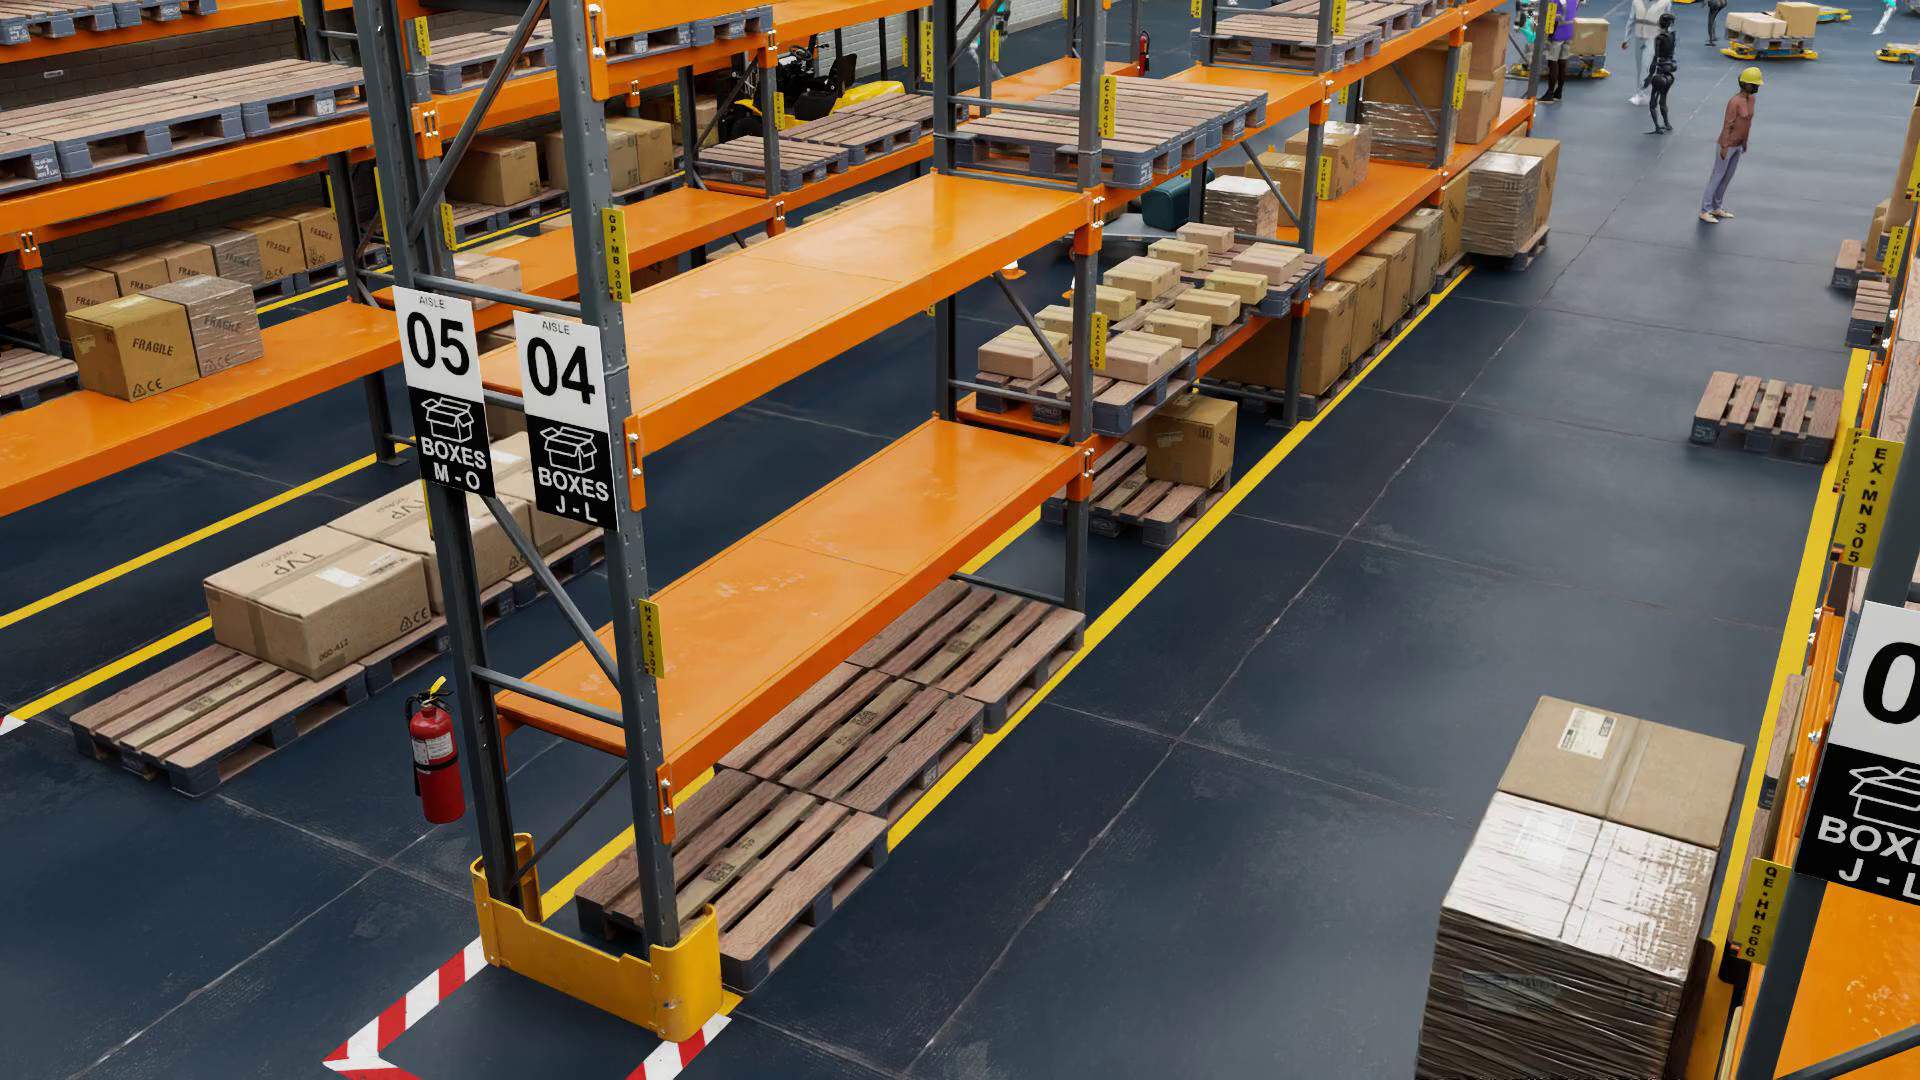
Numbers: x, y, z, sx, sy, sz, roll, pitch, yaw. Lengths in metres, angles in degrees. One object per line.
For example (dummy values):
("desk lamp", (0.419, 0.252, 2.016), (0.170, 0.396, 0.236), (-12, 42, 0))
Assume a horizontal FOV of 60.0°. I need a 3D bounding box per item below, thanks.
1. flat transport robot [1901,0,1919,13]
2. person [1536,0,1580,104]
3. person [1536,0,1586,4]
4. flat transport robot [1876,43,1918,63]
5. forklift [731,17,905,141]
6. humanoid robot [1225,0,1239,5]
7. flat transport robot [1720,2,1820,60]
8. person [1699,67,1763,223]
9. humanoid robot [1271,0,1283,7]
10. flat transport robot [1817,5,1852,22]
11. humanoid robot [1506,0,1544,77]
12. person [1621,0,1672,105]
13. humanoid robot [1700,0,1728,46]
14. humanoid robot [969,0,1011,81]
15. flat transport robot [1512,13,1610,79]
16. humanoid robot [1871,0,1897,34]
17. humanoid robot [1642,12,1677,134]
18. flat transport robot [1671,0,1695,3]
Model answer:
("flat transport robot", (19.722, -10.690, 33.554), (0.659, 0.231, 1.431), (8, 27, 16))
("person", (9.095, -7.648, 25.289), (0.601, 1.958, 0.385), (-19, 32, -35))
("person", (12.701, -12.155, 34.708), (1.021, 1.919, 0.606), (6, 26, 12))
("flat transport robot", (16.703, -8.408, 28.813), (1.431, 0.231, 0.659), (10, 27, 20))
("forklift", (-1.819, -5.975, 21.543), (2.313, 2.155, 1.214), (14, 29, 26))
("humanoid robot", (5.765, -11.988, 34.447), (0.709, 1.705, 0.530), (-1, 26, -2))
("flat transport robot", (14.217, -8.628, 29.271), (1.431, 0.231, 0.659), (-2, 26, -5))
("person", (8.848, -4.512, 19.011), (0.536, 1.755, 0.379), (-21, 33, -37))
("humanoid robot", (4.666, -7.220, 24.722), (0.610, 1.643, 0.564), (15, 30, 29))
("flat transport robot", (16.916, -10.401, 32.955), (1.431, 0.231, 0.659), (-13, 28, -24))
("humanoid robot", (9.502, -8.476, 27.271), (0.880, 1.763, 0.603), (22, 33, 38))
("person", (10.371, -7.591, 25.267), (0.930, 1.870, 0.598), (-21, 33, -37))
("humanoid robot", (13.701, -9.807, 30.091), (0.596, 1.657, 0.340), (-17, 31, -32))
("humanoid robot", (0.468, -8.135, 26.575), (0.901, 1.771, 0.541), (-19, 31, -34))
("flat transport robot", (10.001, -7.853, 27.659), (1.431, 0.231, 0.659), (2, 26, 3))
("humanoid robot", (17.514, -10.454, 31.384), (0.693, 1.789, 0.579), (4, 26, 9))
("humanoid robot", (9.870, -6.544, 23.329), (0.639, 1.640, 0.374), (-22, 33, -38))
("flat transport robot", (15.634, -11.687, 35.626), (1.431, 0.231, 0.659), (-21, 33, -36))
